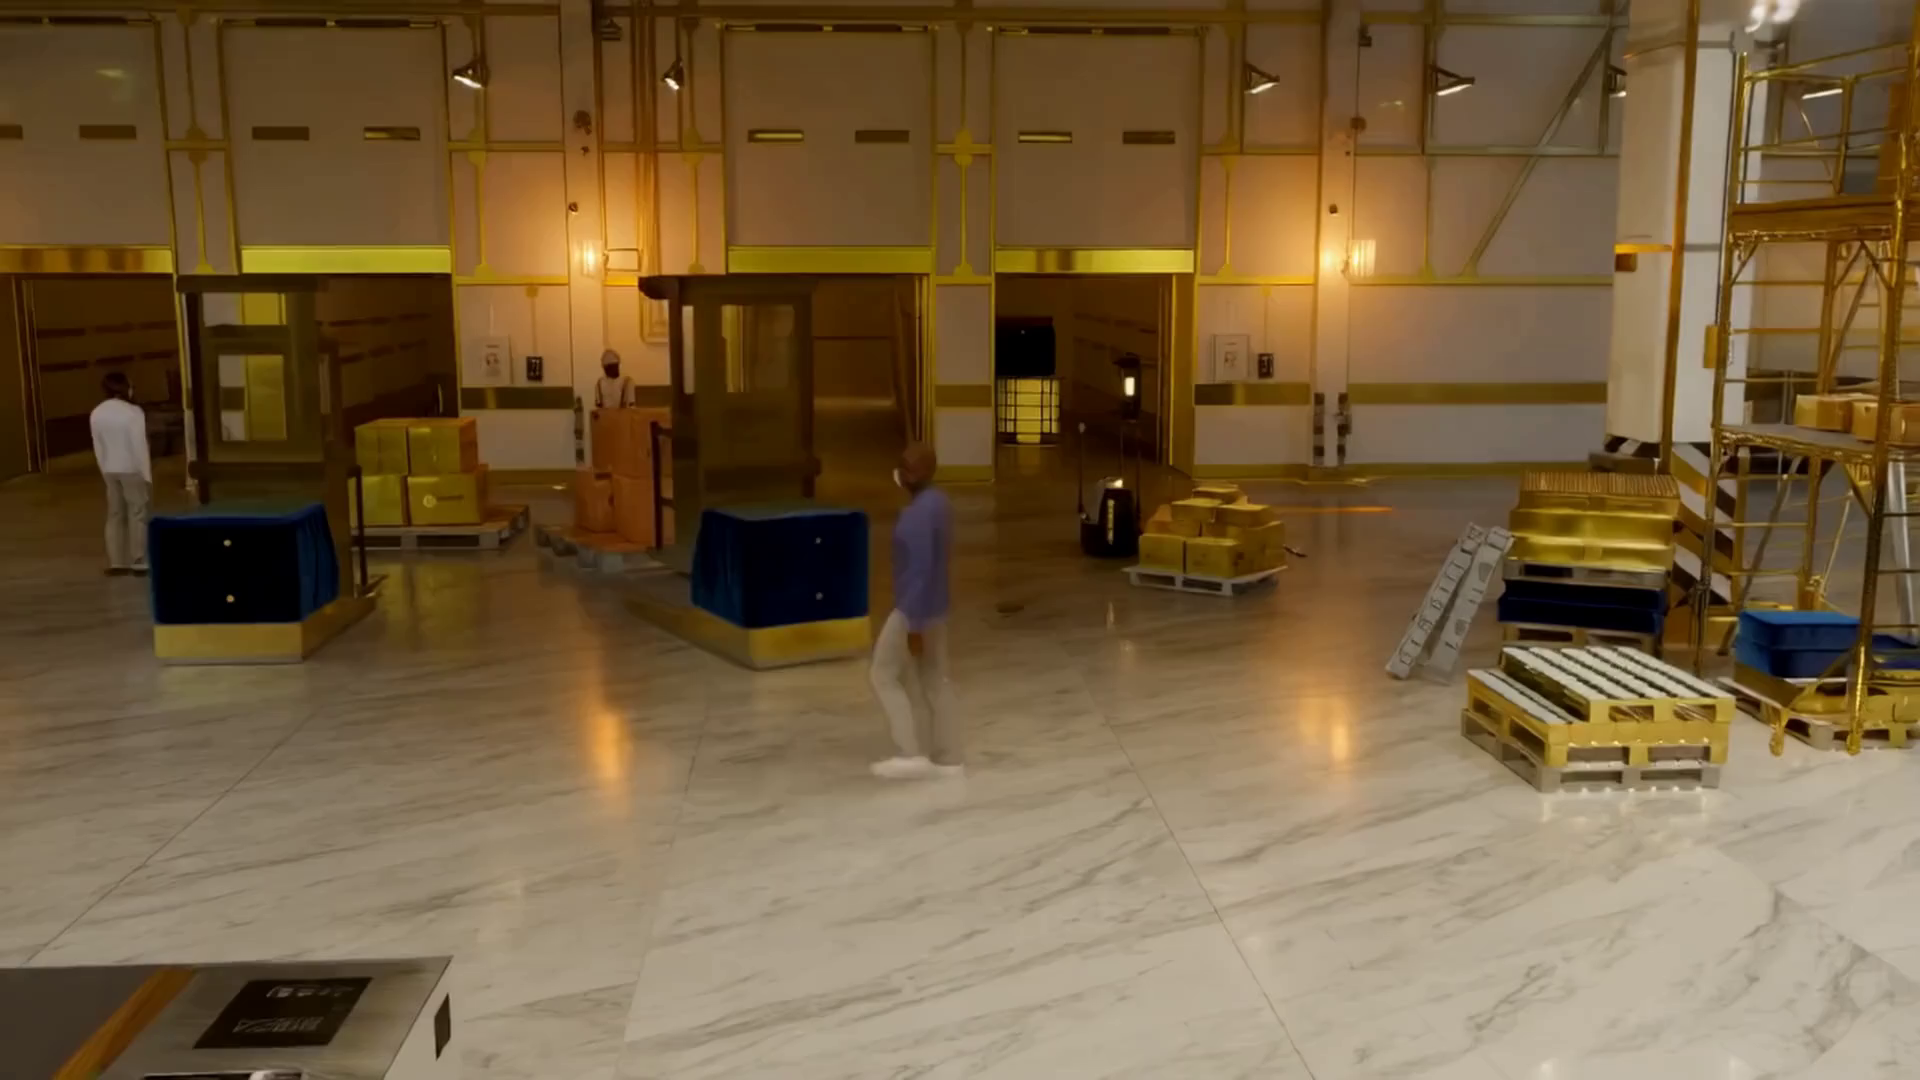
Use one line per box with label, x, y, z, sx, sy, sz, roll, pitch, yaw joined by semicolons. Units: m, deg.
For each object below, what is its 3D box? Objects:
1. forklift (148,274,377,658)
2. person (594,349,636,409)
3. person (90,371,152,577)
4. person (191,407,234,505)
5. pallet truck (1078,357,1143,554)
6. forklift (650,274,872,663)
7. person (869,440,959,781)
forklift;-5.348;-0.627;12.681;1.129;2.768;1.873;-1;9;-4
person;-4.241;-1.385;20.440;0.545;1.927;0.392;2;9;12
person;-7.798;-0.599;15.518;0.642;1.943;0.512;4;10;22
person;-7.267;-0.581;16.316;0.485;1.631;0.513;4;10;23
pallet truck;2.088;-0.836;16.757;1.885;1.965;0.823;2;9;13
forklift;-1.537;-0.621;12.644;1.129;2.768;1.873;-5;10;-30
person;-0.280;0.403;9.229;0.614;1.917;0.649;3;10;18
